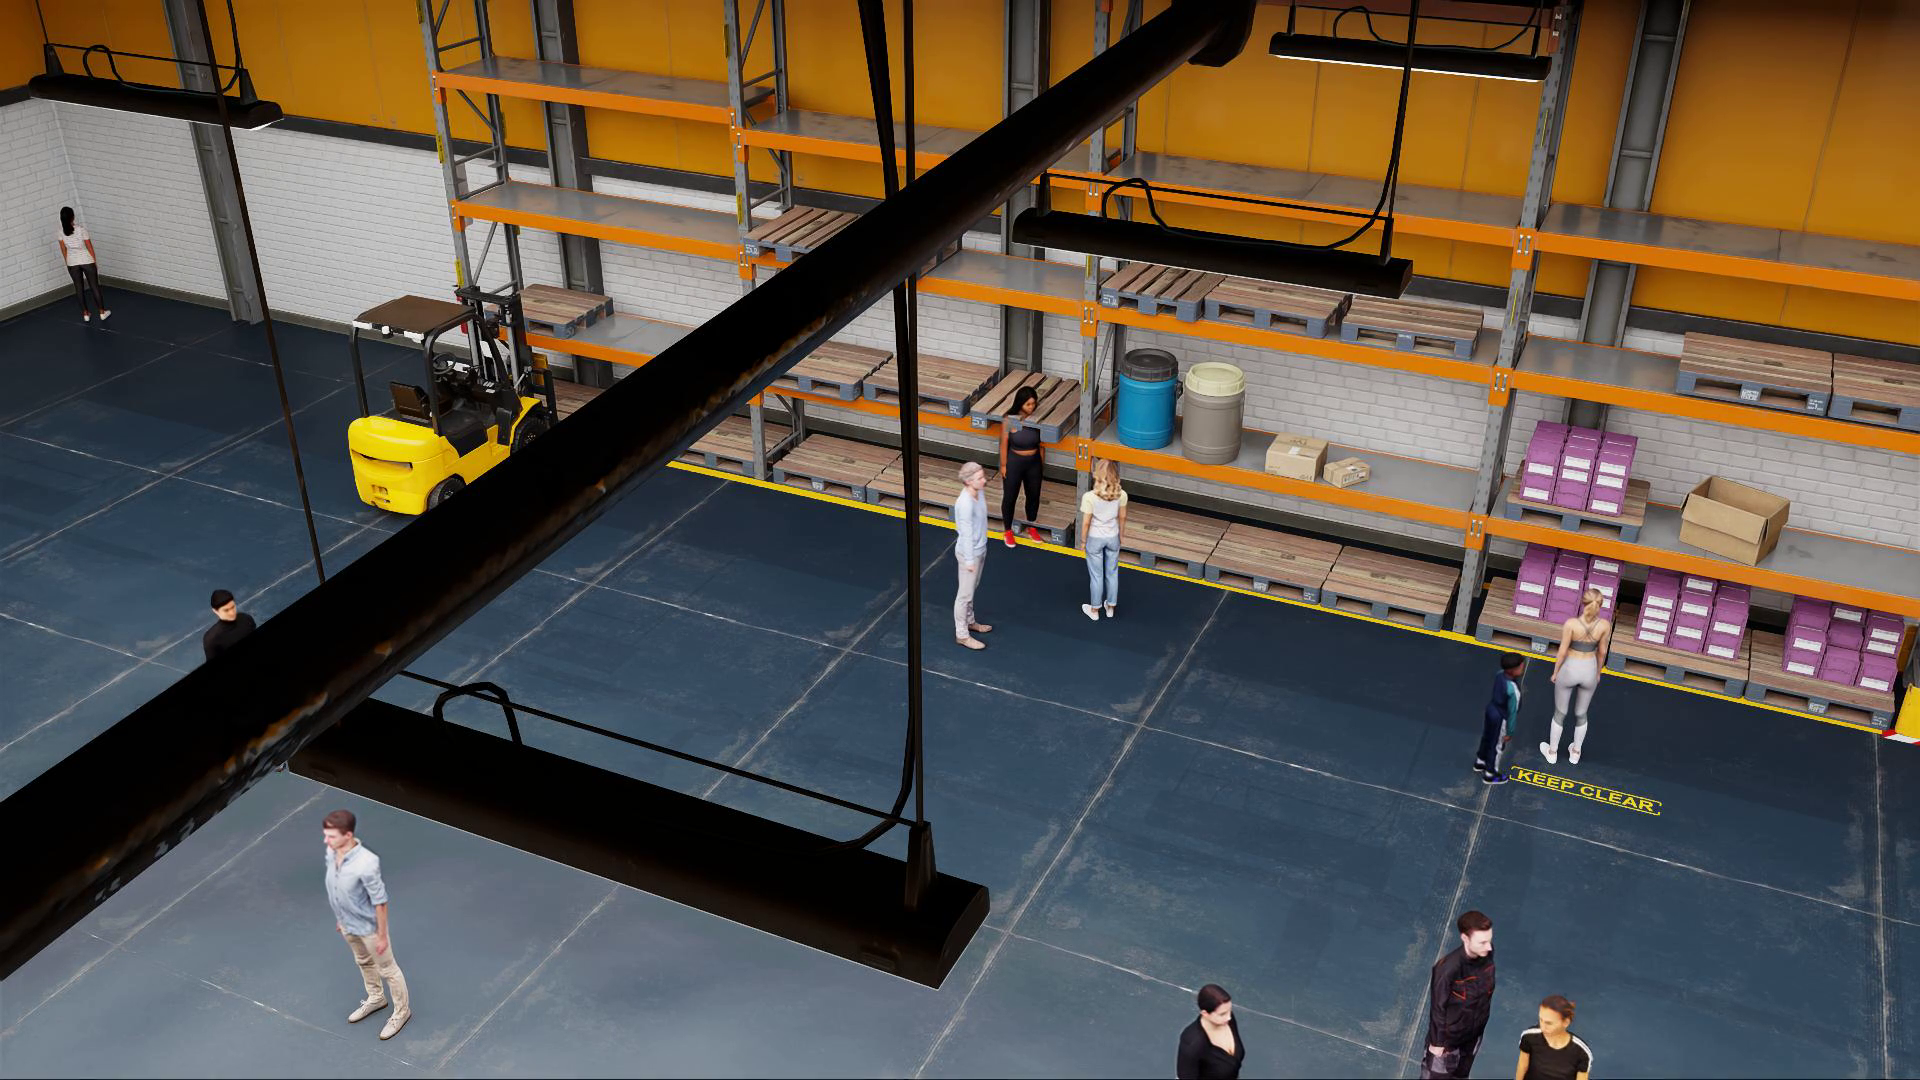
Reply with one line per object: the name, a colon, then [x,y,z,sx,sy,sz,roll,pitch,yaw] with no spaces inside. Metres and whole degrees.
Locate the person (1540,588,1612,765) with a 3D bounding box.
person: [5.258,1.155,14.160,0.585,1.703,0.693,2,29,4]

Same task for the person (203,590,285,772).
person: [-6.183,1.144,14.179,0.790,1.705,0.692,9,30,17]

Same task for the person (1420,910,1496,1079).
person: [3.104,3.081,10.408,0.774,1.915,0.757,-21,35,-34]

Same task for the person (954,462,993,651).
person: [0.103,0.115,15.868,0.630,1.894,0.699,7,29,13]

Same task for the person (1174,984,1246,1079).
person: [1.461,3.357,10.066,0.697,1.758,0.729,21,35,33]

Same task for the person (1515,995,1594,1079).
person: [3.614,3.384,10.133,0.903,1.646,0.715,15,32,25]

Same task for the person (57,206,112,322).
person: [-12.426,-3.911,23.506,0.643,1.647,0.715,-7,29,-13]

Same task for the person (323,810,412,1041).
person: [-4.075,2.597,11.366,0.514,1.846,0.737,17,33,28]

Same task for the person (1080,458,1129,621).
person: [1.401,-0.004,16.263,0.698,1.723,0.767,-8,30,-15]

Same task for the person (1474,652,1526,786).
person: [4.560,1.481,14.032,0.598,1.254,0.566,-3,29,-6]

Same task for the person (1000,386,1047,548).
person: [0.663,-0.811,17.647,0.762,1.815,0.830,-8,30,-15]
